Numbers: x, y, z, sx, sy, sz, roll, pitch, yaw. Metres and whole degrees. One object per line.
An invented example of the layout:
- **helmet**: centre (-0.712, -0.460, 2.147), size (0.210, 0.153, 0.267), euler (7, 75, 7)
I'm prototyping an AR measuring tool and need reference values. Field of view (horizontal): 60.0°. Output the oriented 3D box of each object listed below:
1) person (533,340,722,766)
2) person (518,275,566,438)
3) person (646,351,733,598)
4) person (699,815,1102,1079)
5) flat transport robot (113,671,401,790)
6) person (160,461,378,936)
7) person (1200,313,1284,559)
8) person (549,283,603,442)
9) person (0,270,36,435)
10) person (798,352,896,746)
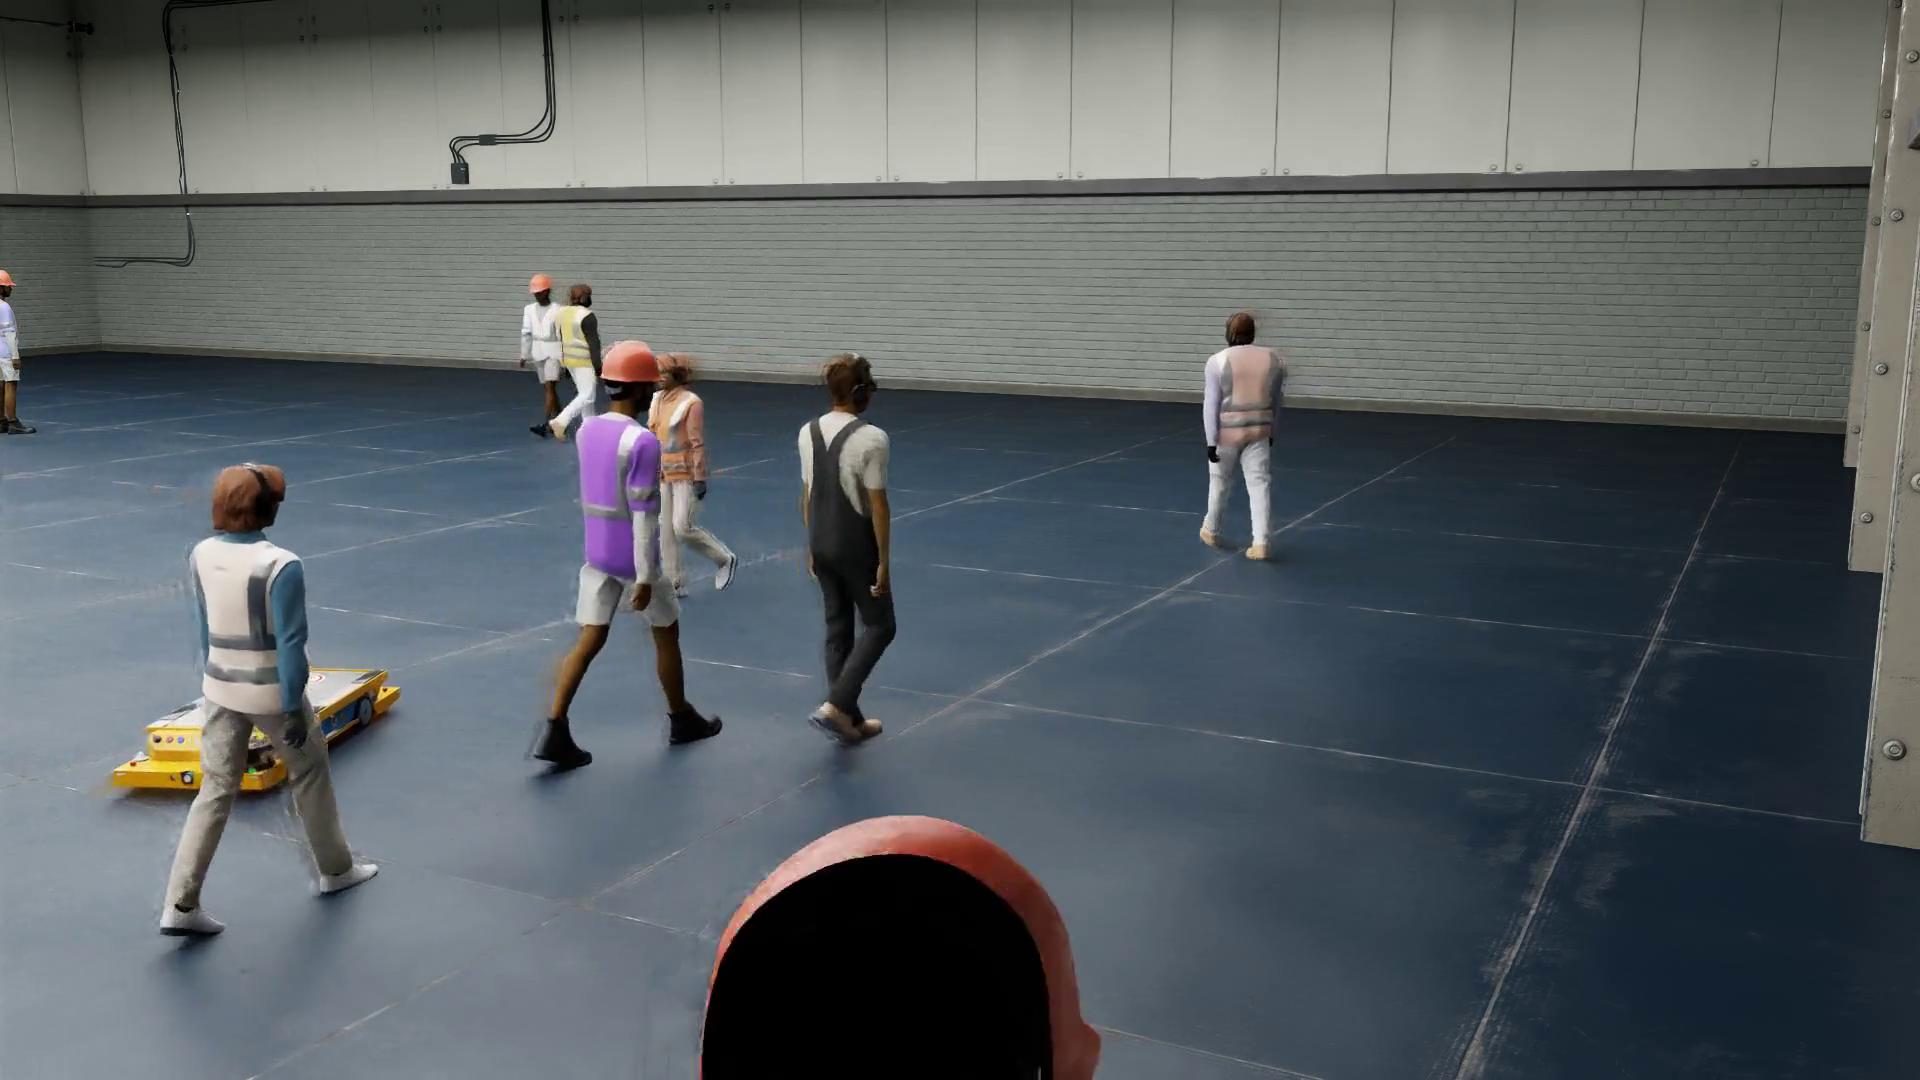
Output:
- **person**: centre (-1.532, 0.061, 7.424), size (0.555, 1.898, 0.974), euler (8, 13, 37)
- **person**: centre (-4.876, -2.137, 19.424), size (0.539, 1.874, 1.000), euler (4, 11, 19)
- **person**: centre (-1.771, -0.405, 10.711), size (0.479, 1.626, 0.523), euler (-10, 14, -44)
- **person**: centre (-0.041, 1.159, 1.171), size (0.647, 1.981, 0.414), euler (8, 13, 36)
- **flat transport robot**: centre (-3.182, 0.828, 7.657), size (0.652, 0.197, 1.431), euler (1, 10, 4)
- **person**: centre (-2.417, 0.528, 5.666), size (0.525, 1.600, 0.836), euler (5, 11, 24)
- **person**: centre (2.072, -0.774, 12.284), size (0.633, 1.796, 0.992), euler (-2, 11, -10)
- **person**: centre (-4.336, -1.989, 18.826), size (0.750, 1.821, 0.625), euler (-9, 14, -40)
- **person**: centre (-11.301, -2.216, 19.708), size (0.545, 1.938, 0.359), euler (7, 13, 35)
- **person**: centre (-0.524, 0.067, 7.566), size (0.505, 1.832, 0.450), euler (7, 12, 33)
